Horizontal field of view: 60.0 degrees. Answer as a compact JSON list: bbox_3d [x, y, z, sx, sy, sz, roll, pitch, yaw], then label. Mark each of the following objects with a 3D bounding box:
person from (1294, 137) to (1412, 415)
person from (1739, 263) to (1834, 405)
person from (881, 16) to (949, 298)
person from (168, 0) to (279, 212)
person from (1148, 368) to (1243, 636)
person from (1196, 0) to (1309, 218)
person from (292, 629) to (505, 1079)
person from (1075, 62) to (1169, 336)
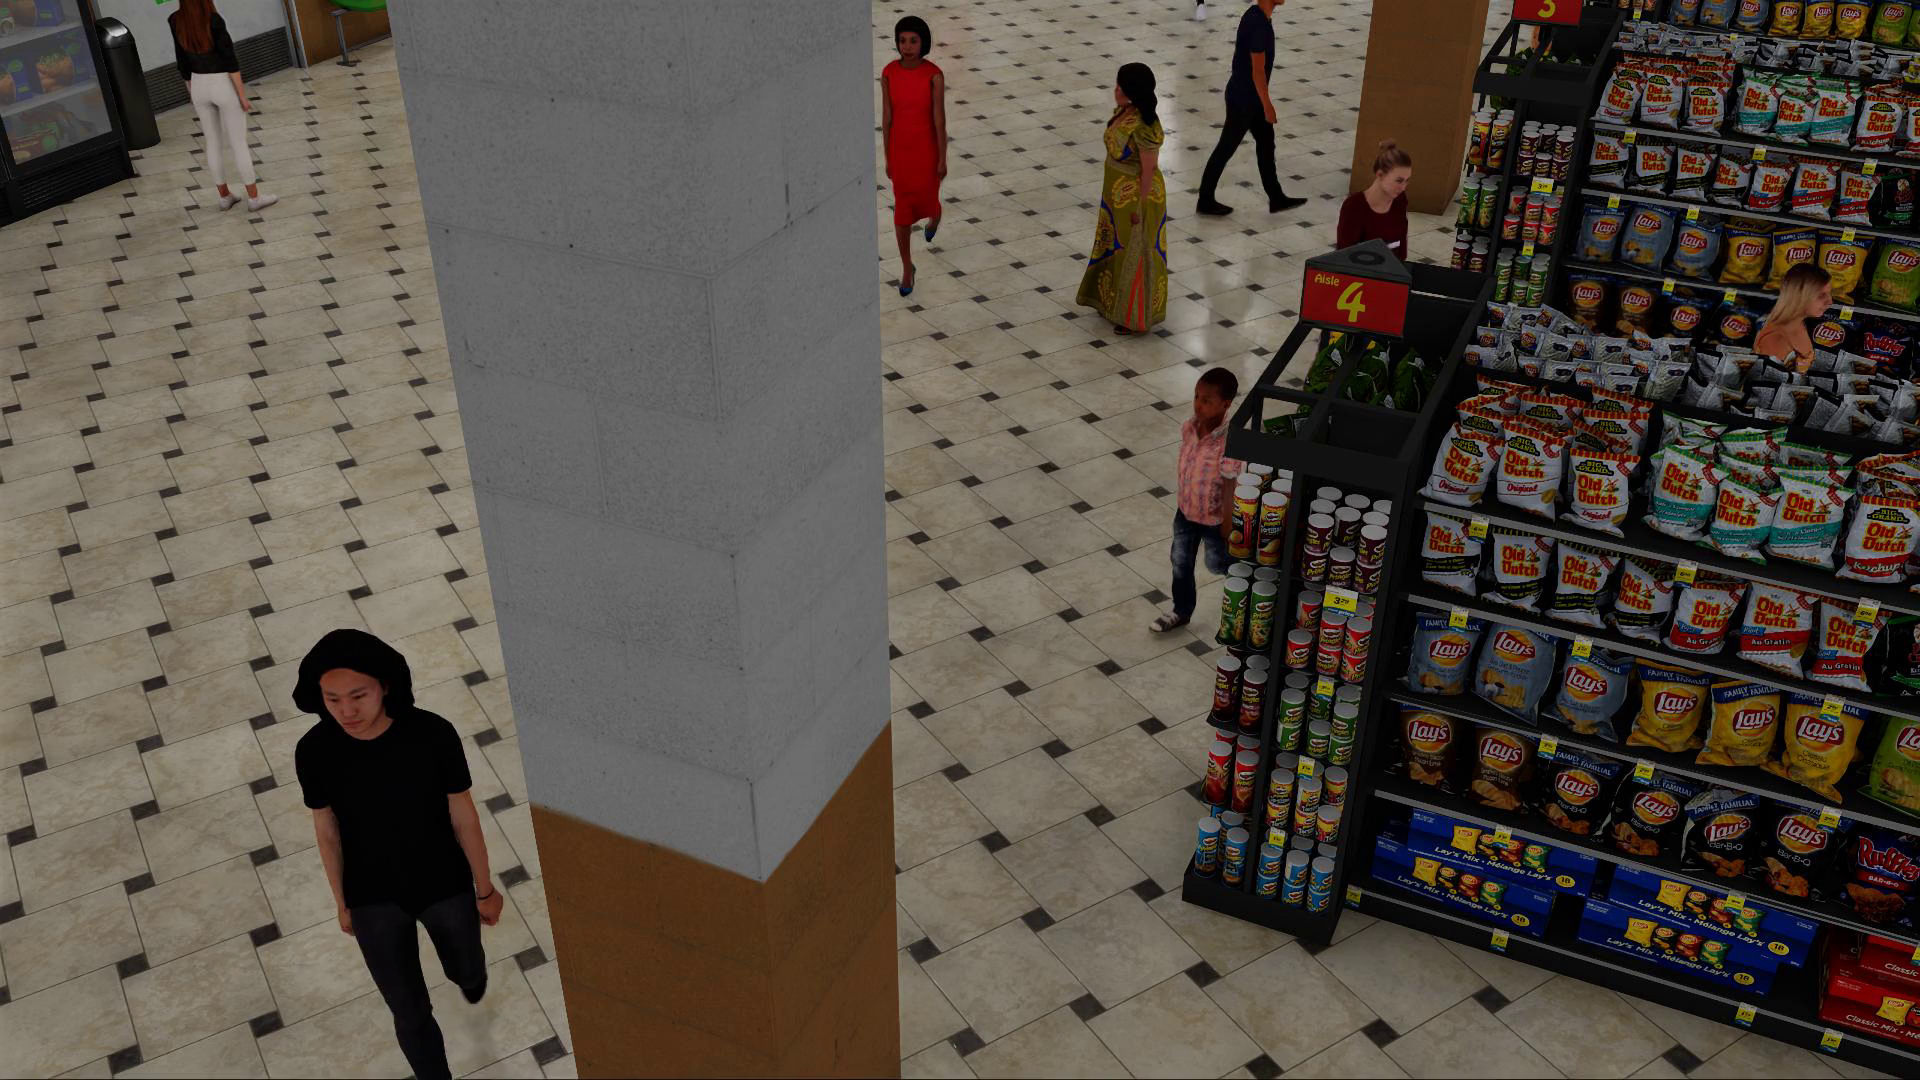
[{"bbox_3d":[2.084,-1.319,8.819,0.941,1.684,0.983,-14,35,-22],"label":"person"},{"bbox_3d":[3.557,-0.513,7.601,0.957,1.603,0.642,18,36,26],"label":"person"},{"bbox_3d":[-0.264,-2.471,10.636,0.999,1.721,0.808,6,32,9],"label":"person"},{"bbox_3d":[-5.285,-3.180,11.793,0.544,1.704,0.706,5,32,8],"label":"person"},{"bbox_3d":[1.140,-0.170,7.345,0.809,1.292,0.837,-20,37,-29],"label":"person"},{"bbox_3d":[1.905,-3.081,11.586,1.030,1.754,0.719,10,33,16],"label":"person"},{"bbox_3d":[-1.638,1.000,5.021,1.074,1.761,1.084,-7,33,-11],"label":"person"},{"bbox_3d":[1.042,-2.068,10.049,1.043,1.658,0.998,-9,33,-14],"label":"person"}]
